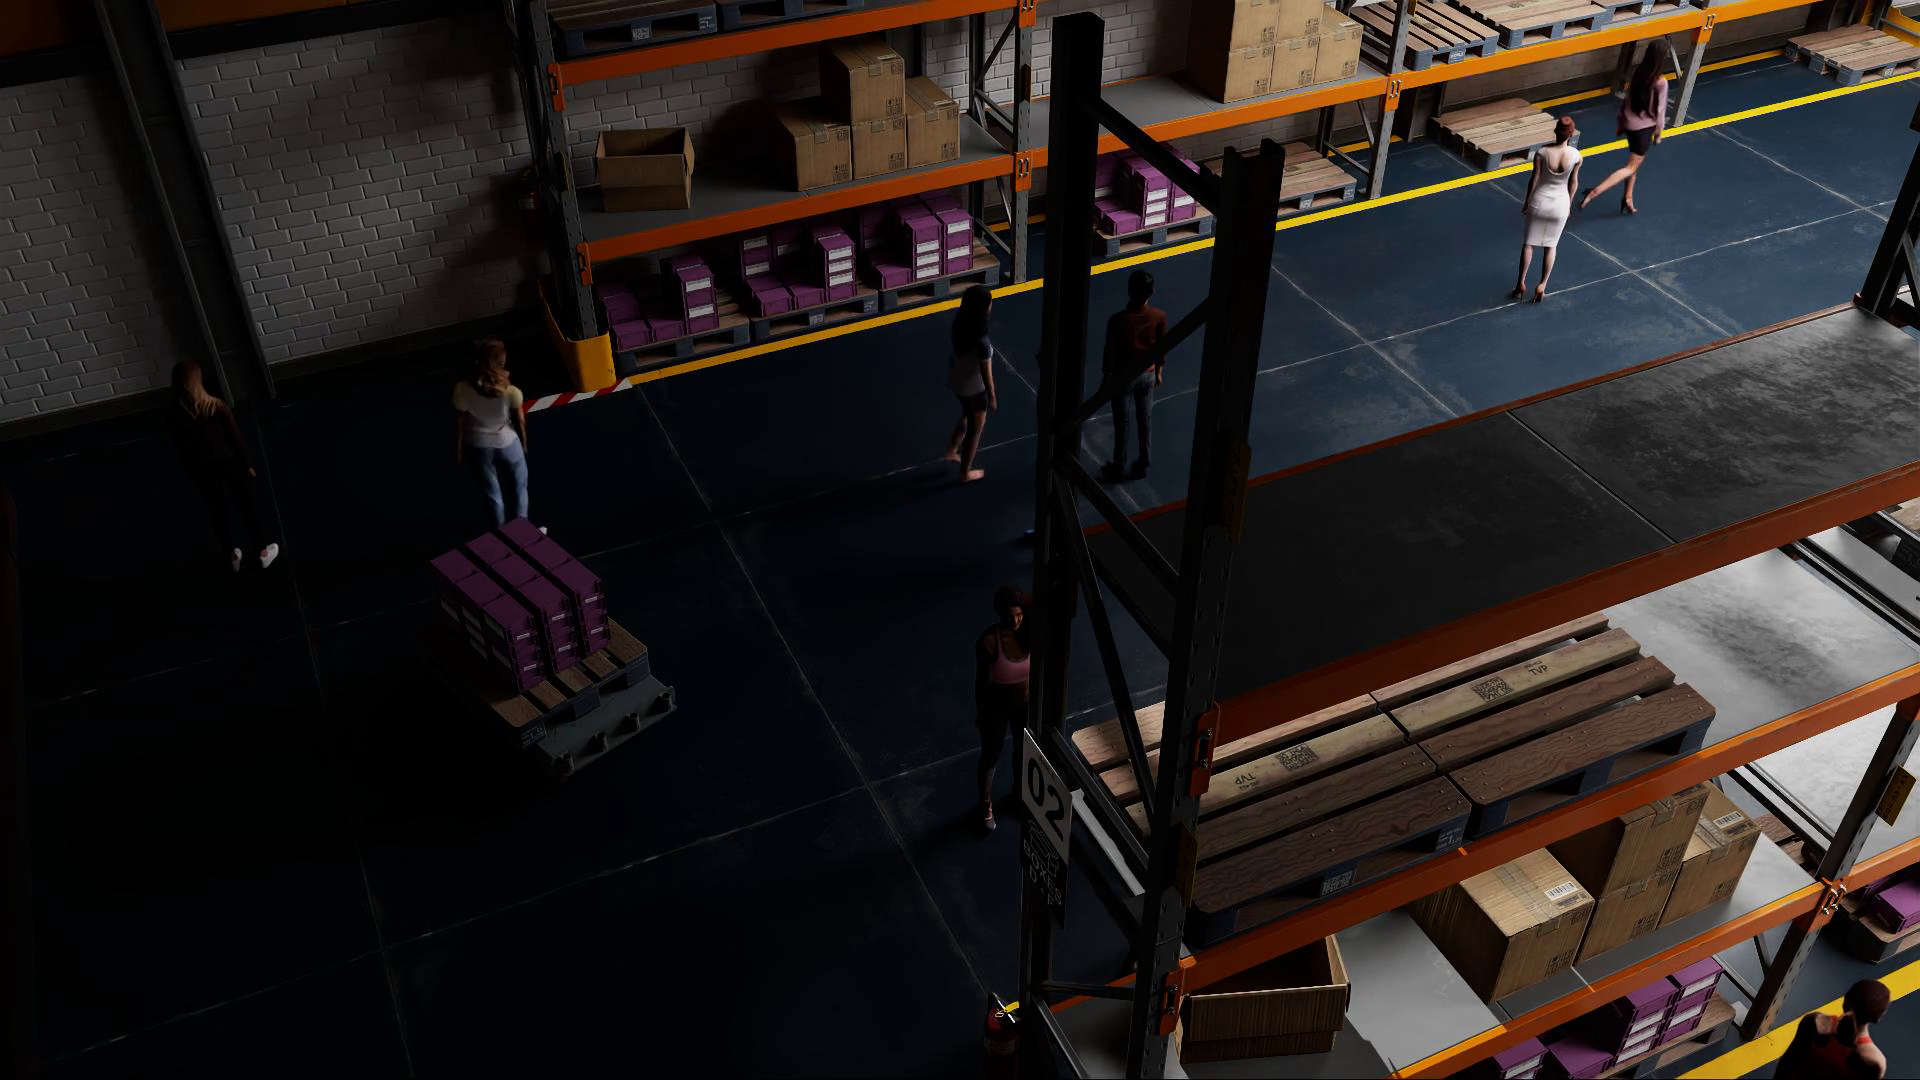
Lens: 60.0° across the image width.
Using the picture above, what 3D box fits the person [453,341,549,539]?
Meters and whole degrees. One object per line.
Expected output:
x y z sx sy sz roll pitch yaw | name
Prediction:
-3.375 -0.624 11.865 0.569 1.701 0.837 -18 42 -21 | person

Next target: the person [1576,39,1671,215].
6.390 -3.850 15.837 1.043 1.786 0.658 -14 41 -16 | person

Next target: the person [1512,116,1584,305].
5.169 -2.907 14.652 0.619 1.791 0.696 10 40 12 | person

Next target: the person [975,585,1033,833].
0.293 0.979 9.805 0.469 1.767 0.651 -14 41 -17 | person

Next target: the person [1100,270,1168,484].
1.316 -1.229 12.560 0.545 1.780 0.753 -7 39 -8 | person

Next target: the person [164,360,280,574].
-5.233 -0.505 11.715 0.544 1.702 0.721 -5 39 -7 | person

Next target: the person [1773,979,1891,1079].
3.967 2.631 7.748 0.618 1.753 0.620 -28 46 -30 | person

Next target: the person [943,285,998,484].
0.006 -1.147 12.527 0.634 1.692 0.670 -19 42 -22 | person
